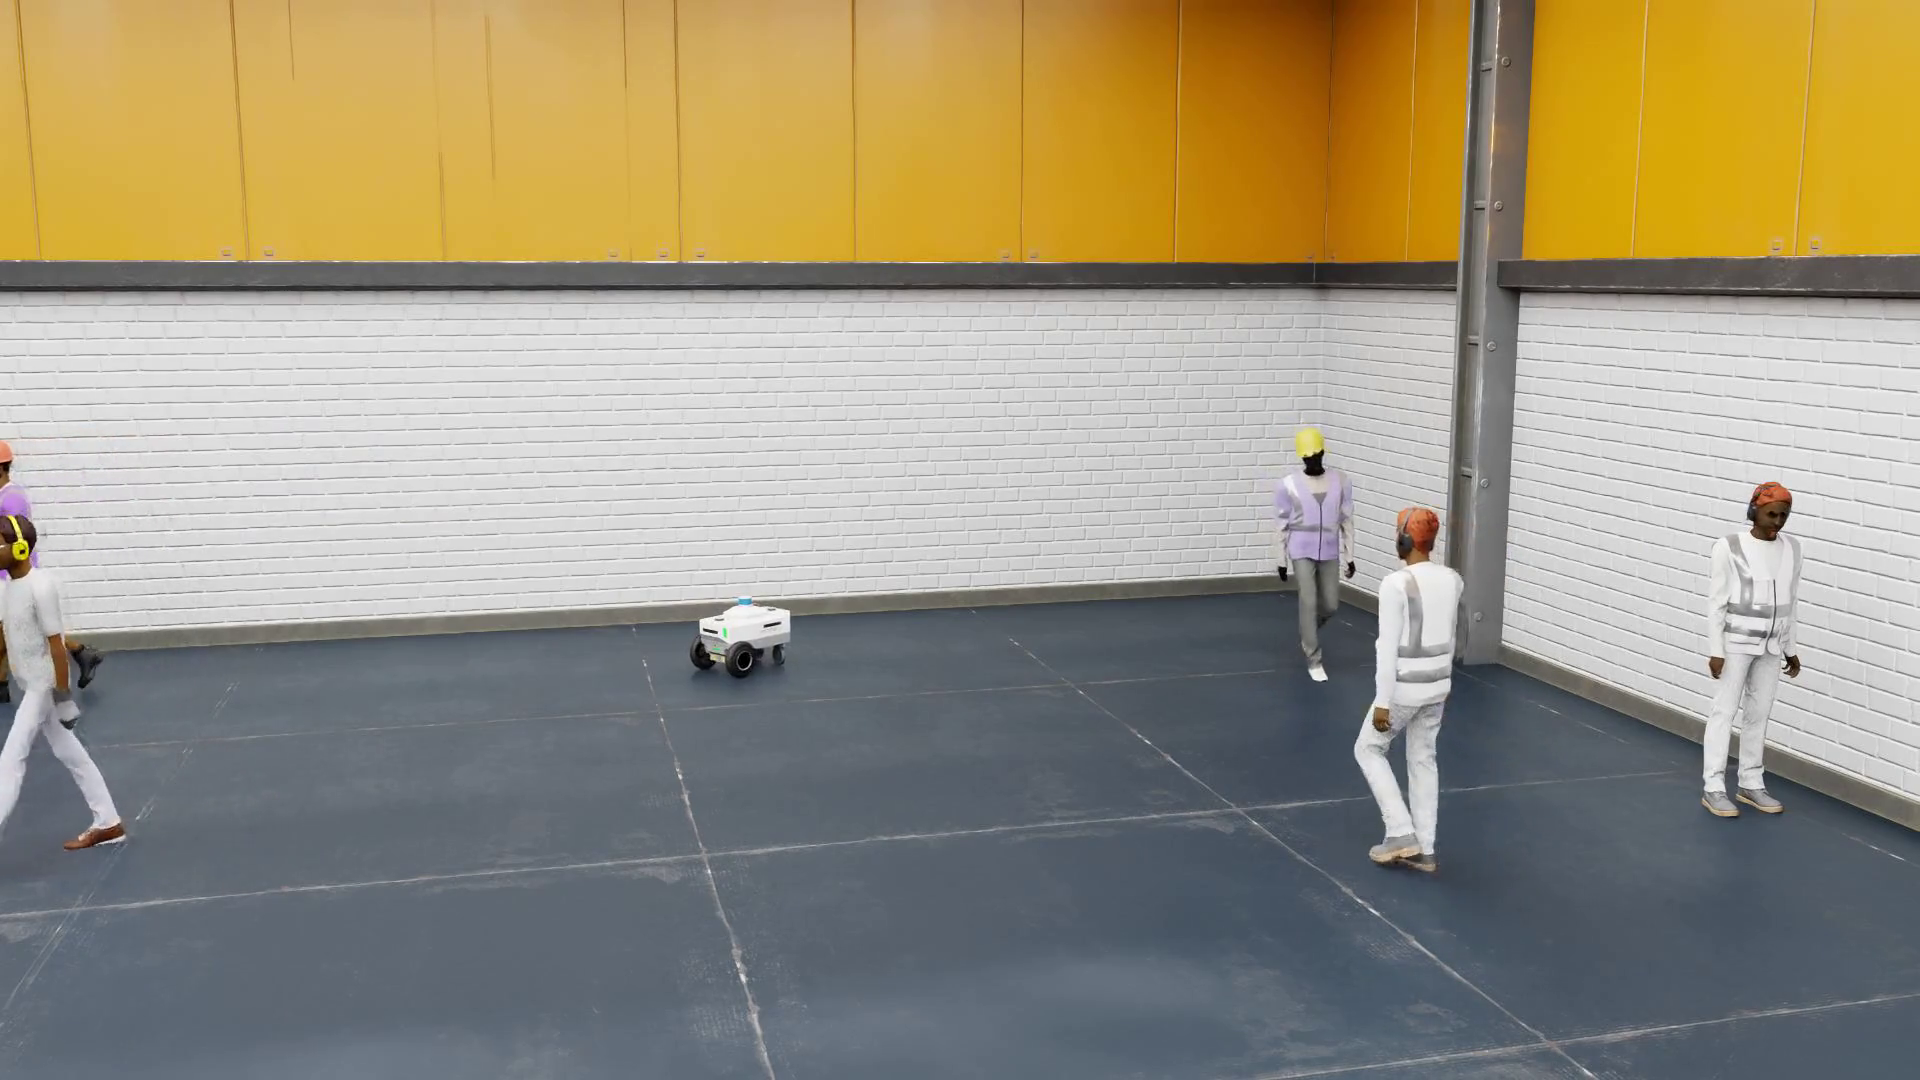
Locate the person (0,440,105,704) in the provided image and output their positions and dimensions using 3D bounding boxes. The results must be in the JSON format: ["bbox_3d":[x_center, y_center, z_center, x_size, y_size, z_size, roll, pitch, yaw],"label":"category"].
[{"bbox_3d":[-6.612,0.207,11.766,0.856,1.906,0.538,-5,11,-30],"label":"person"}]

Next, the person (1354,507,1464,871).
[{"bbox_3d":[2.273,0.756,8.438,0.600,1.865,0.435,-6,11,-33],"label":"person"}]

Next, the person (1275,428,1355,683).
[{"bbox_3d":[2.644,0.086,12.528,0.605,1.895,0.658,-1,9,-7],"label":"person"}]

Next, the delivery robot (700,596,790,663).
[{"bbox_3d":[-1.639,0.673,12.749,0.477,0.478,0.707,8,12,42],"label":"delivery robot"}]

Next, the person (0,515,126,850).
[{"bbox_3d":[-4.819,0.775,8.484,0.992,1.816,0.534,-7,12,-38],"label":"person"}]

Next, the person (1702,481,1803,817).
[{"bbox_3d":[4.447,0.605,9.324,0.573,1.886,0.356,-2,9,-13],"label":"person"}]
